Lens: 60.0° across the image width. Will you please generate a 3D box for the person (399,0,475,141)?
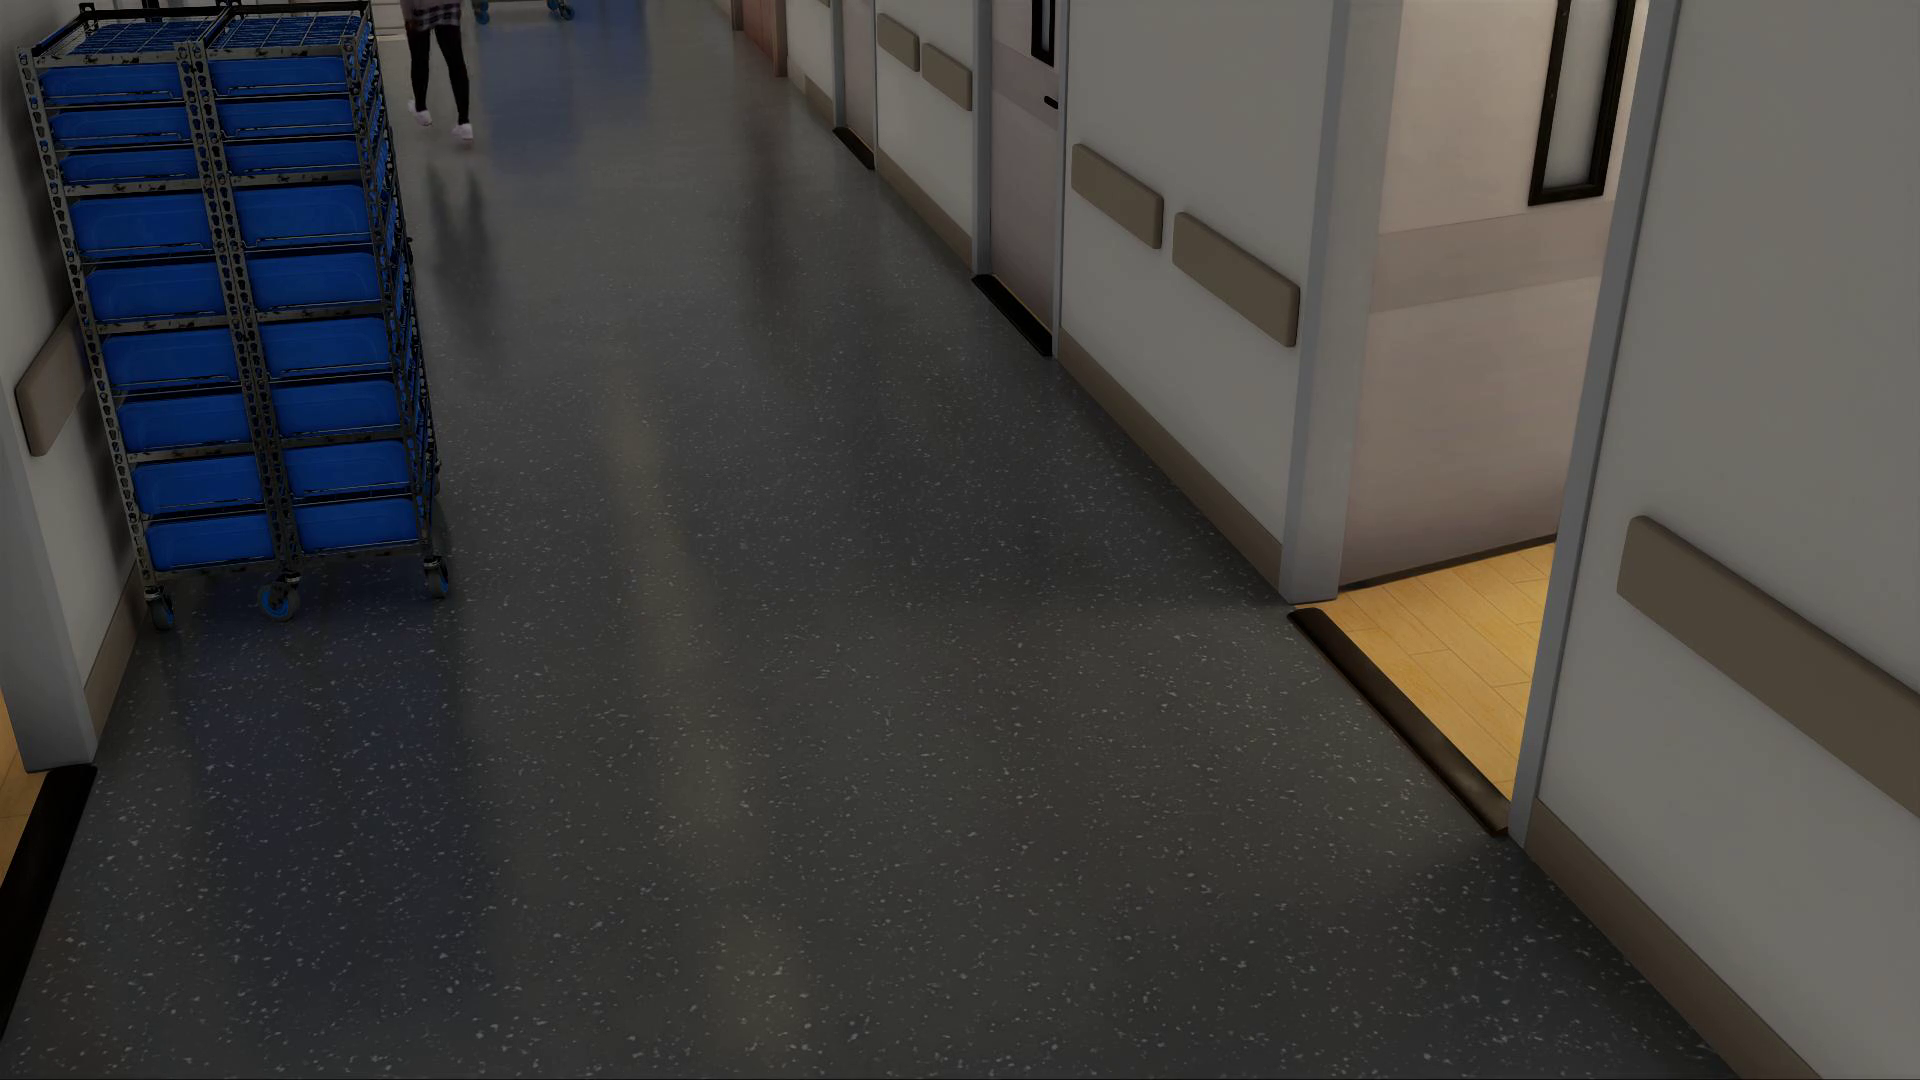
[{"bbox_3d":[-3.403,-3.459,10.862,0.916,1.722,1.250,-17,31,-31],"label":"person"}]
